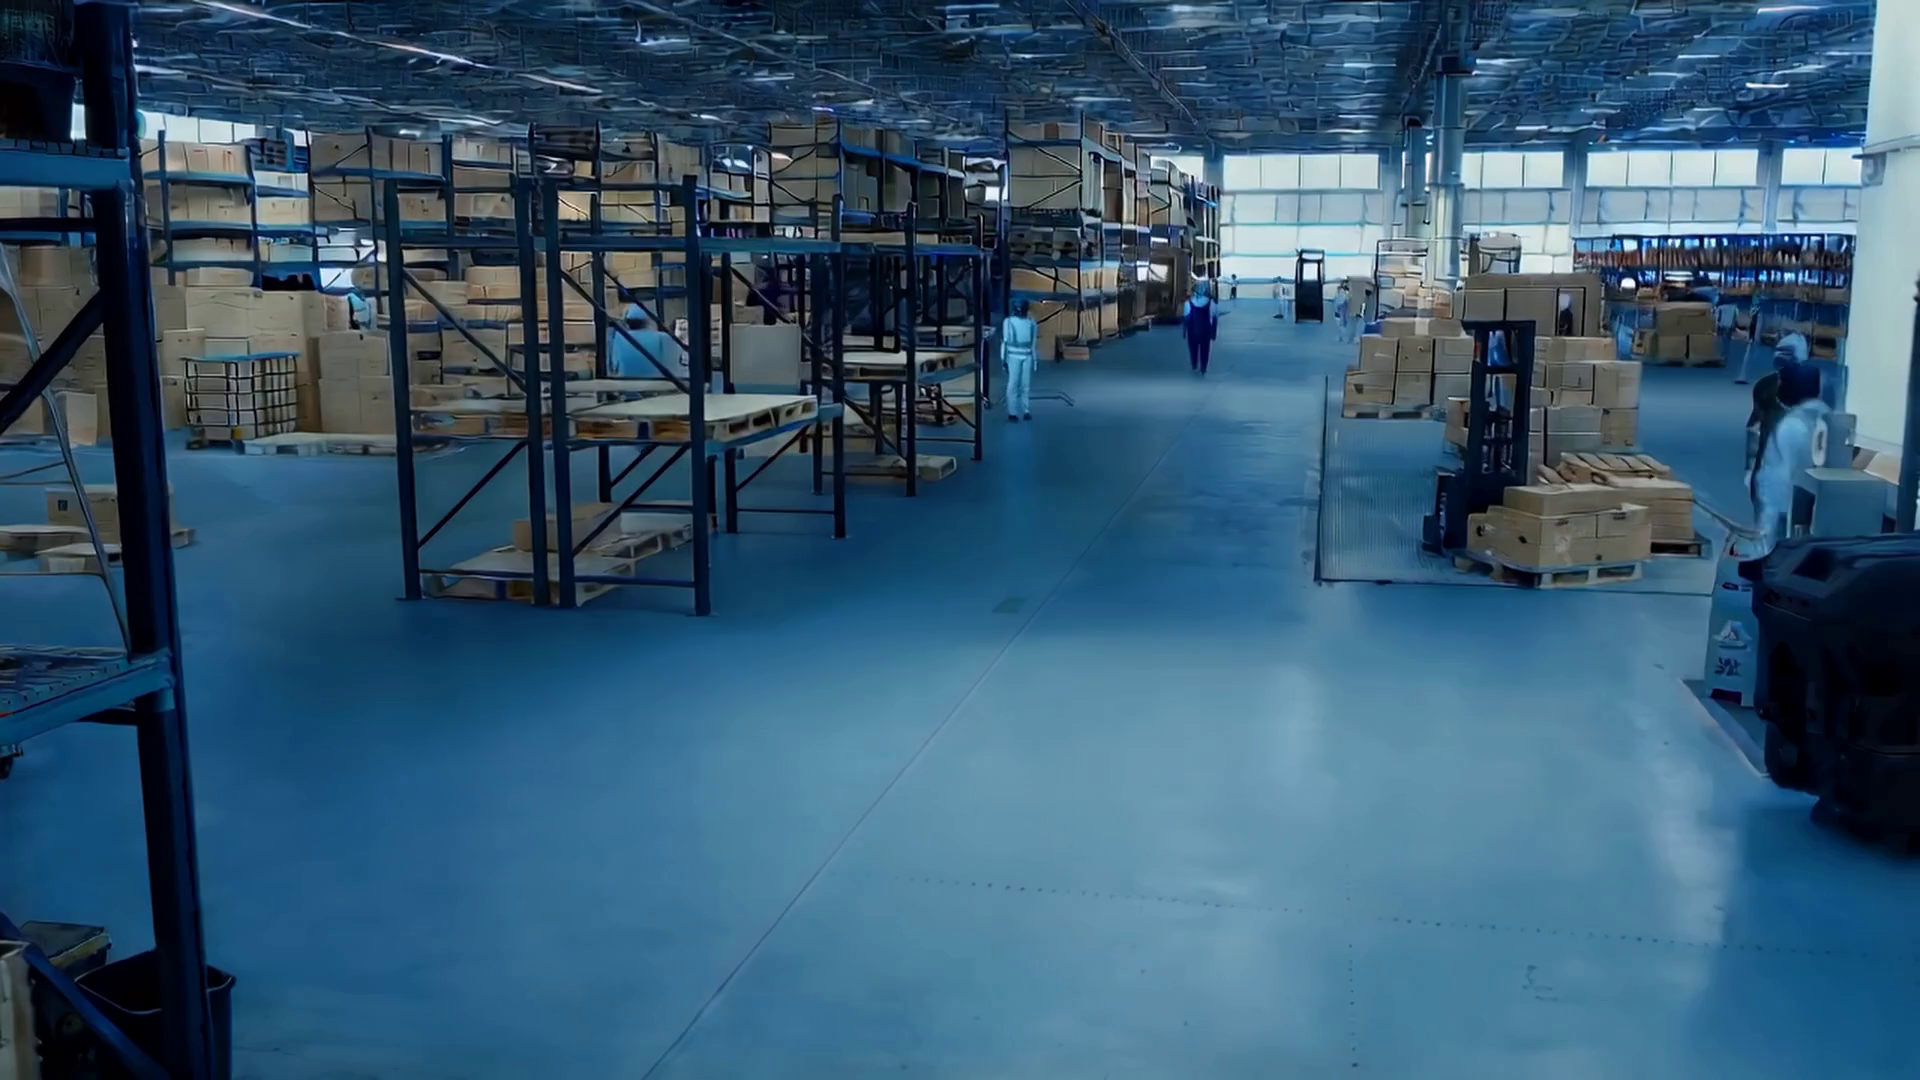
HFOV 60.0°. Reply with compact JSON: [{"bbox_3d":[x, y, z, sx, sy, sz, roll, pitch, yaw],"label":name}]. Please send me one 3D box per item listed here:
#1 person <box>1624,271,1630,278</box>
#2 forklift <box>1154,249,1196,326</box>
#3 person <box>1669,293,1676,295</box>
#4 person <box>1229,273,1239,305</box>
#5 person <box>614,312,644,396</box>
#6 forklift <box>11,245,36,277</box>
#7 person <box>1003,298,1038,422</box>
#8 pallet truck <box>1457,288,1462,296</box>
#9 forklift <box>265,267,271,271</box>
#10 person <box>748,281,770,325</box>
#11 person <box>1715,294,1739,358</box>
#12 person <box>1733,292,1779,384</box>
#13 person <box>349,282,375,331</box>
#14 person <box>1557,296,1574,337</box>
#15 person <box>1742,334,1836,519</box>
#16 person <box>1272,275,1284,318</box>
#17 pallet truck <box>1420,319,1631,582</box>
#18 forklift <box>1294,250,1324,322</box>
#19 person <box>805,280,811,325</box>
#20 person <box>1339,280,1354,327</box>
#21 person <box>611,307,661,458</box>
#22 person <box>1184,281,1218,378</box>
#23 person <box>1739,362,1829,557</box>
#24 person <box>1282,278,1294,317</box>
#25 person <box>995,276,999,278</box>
[{"bbox_3d":[32.318,-12.095,80.577,0.380,1.950,0.605,5,11,27],"label":"person"},{"bbox_3d":[8.130,-9.217,60.784,1.873,2.768,1.129,2,10,12],"label":"forklift"},{"bbox_3d":[34.624,-12.043,80.617,0.404,1.830,0.603,-4,11,-25],"label":"person"},{"bbox_3d":[14.946,-13.688,90.674,0.520,1.733,0.832,2,10,14],"label":"person"},{"bbox_3d":[-5.310,-2.850,26.747,0.522,1.640,0.306,-5,11,-25],"label":"person"},{"bbox_3d":[-24.436,-6.323,43.650,1.873,2.768,1.129,-2,10,-14],"label":"forklift"},{"bbox_3d":[0.930,-2.746,25.422,0.573,1.883,0.356,-5,11,-28],"label":"person"},{"bbox_3d":[20.506,-9.785,68.819,0.653,1.274,1.630,2,10,12],"label":"pallet truck"},{"bbox_3d":[-24.288,-8.678,57.594,1.129,2.768,1.873,-6,11,-32],"label":"forklift"},{"bbox_3d":[-4.715,-5.128,39.265,0.801,1.975,0.617,8,12,39],"label":"person"},{"bbox_3d":[19.351,-5.396,41.955,0.510,1.597,0.832,1,10,8],"label":"person"},{"bbox_3d":[15.796,-3.964,32.790,0.825,1.842,0.539,3,10,19],"label":"person"},{"bbox_3d":[-14.890,-5.466,41.451,0.590,1.910,0.393,-5,11,-29],"label":"person"},{"bbox_3d":[13.822,-4.731,37.884,0.959,1.641,0.534,2,10,9],"label":"person"},{"bbox_3d":[5.951,-0.512,12.026,0.372,1.940,0.631,-6,11,-30],"label":"person"},{"bbox_3d":[13.427,-10.287,70.267,0.404,1.821,0.590,-4,10,-23],"label":"person"},{"bbox_3d":[4.543,-0.757,13.299,0.823,1.965,1.885,-4,10,-22],"label":"pallet truck"},{"bbox_3d":[13.778,-10.002,65.433,1.129,2.768,1.873,2,10,12],"label":"forklift"},{"bbox_3d":[-5.616,-8.880,62.305,0.532,1.692,0.322,-3,10,-17],"label":"person"},{"bbox_3d":[14.194,-8.693,61.153,0.530,1.708,0.943,3,10,17],"label":"person"},{"bbox_3d":[-4.096,-1.994,20.987,0.588,1.873,0.997,-5,11,-26],"label":"person"},{"bbox_3d":[5.045,-4.418,34.852,0.692,2.000,0.729,2,10,13],"label":"person"},{"bbox_3d":[5.272,-0.236,10.742,0.723,1.815,0.651,9,13,43],"label":"person"},{"bbox_3d":[14.025,-10.360,71.063,0.532,1.683,0.505,-5,11,-26],"label":"person"},{"bbox_3d":[2.247,-14.809,96.564,0.529,1.975,0.641,0,10,2],"label":"person"}]
